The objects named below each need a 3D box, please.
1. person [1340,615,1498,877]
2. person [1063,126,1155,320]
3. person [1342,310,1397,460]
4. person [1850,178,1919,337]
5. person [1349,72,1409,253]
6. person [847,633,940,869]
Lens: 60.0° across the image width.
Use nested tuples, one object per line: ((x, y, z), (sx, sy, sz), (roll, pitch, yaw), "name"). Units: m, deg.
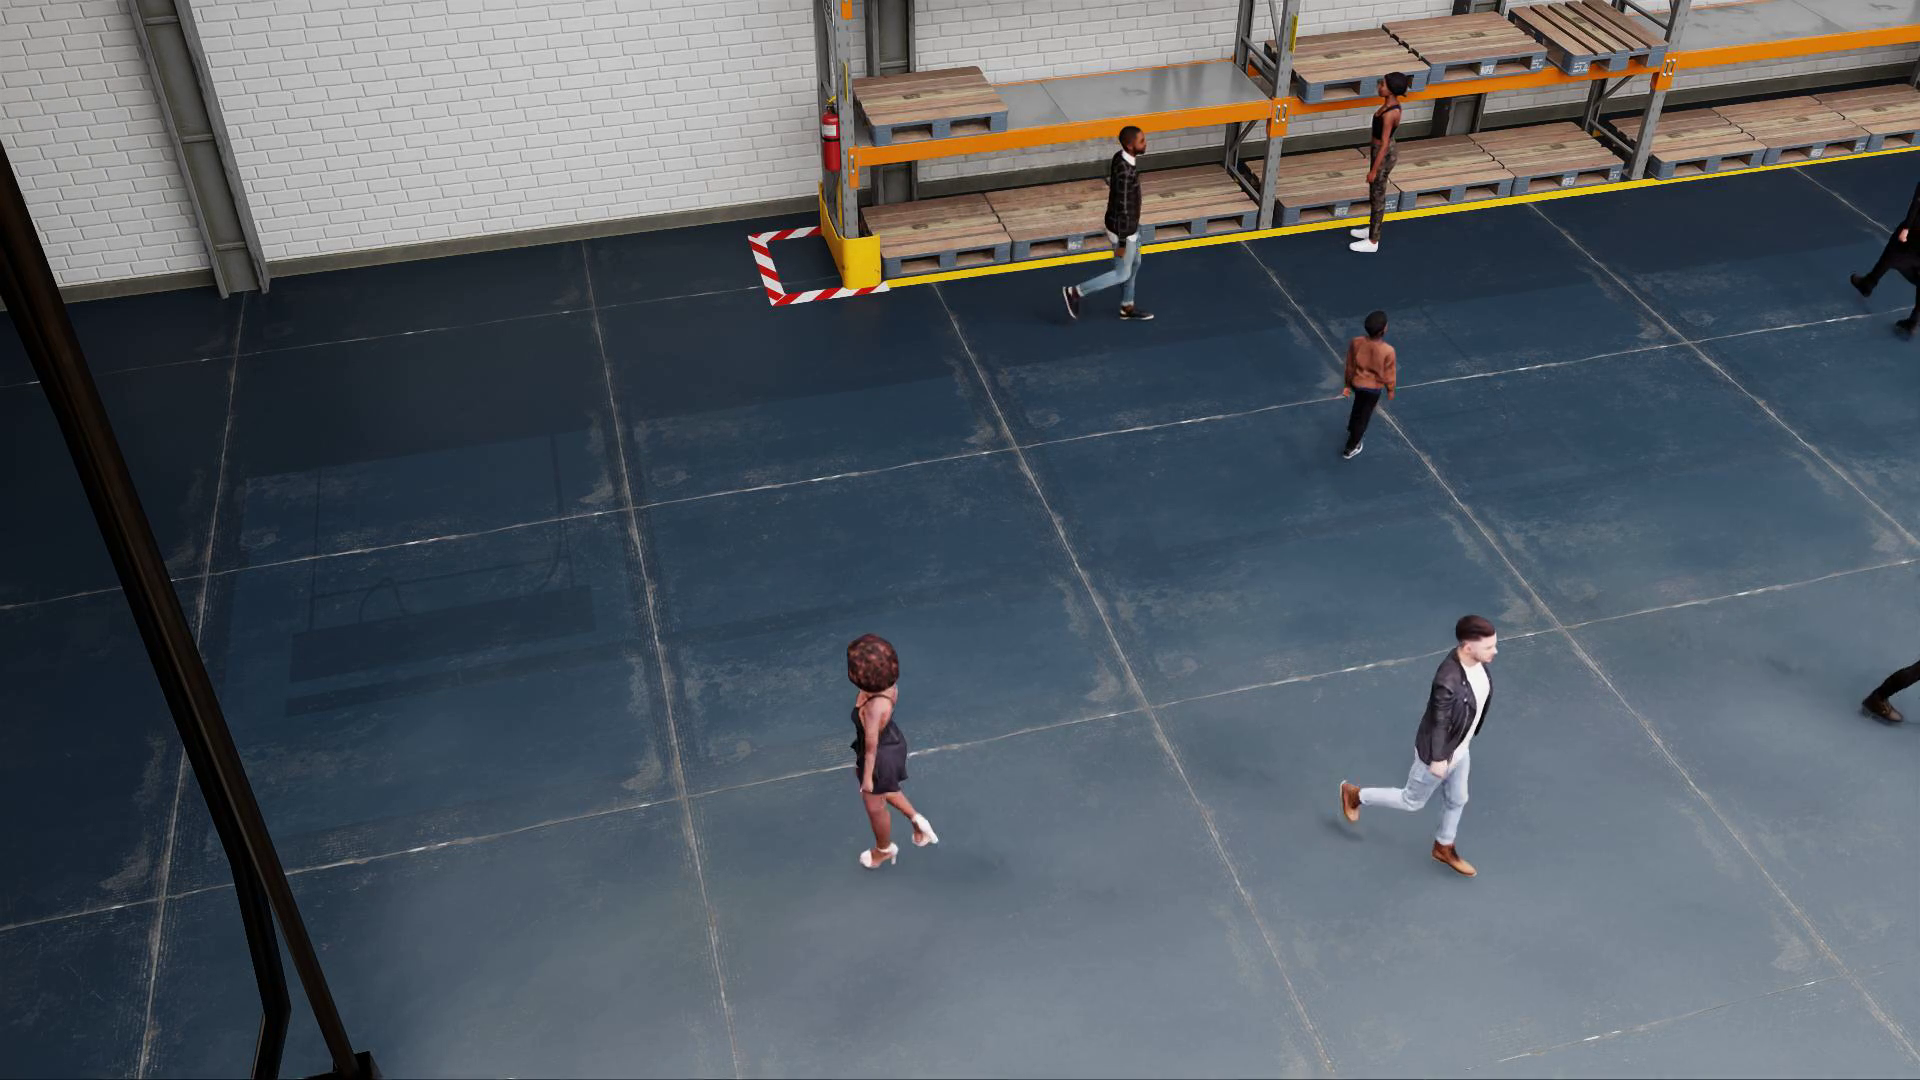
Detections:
((2.611, 1.120, 9.260), (1.102, 1.812, 1.133), (27, 46, 29), "person")
((1.275, -2.616, 13.947), (1.126, 1.800, 0.886), (2, 39, 2), "person")
((3.042, -1.145, 12.553), (0.679, 1.241, 0.747), (30, 47, 32), "person")
((8.105, -2.537, 13.909), (1.130, 1.724, 0.780), (-5, 39, -6), "person")
((3.813, -3.431, 15.048), (0.678, 1.700, 0.659), (9, 39, 11), "person")
((-0.355, 1.209, 9.176), (0.837, 1.778, 0.721), (7, 39, 8), "person")
